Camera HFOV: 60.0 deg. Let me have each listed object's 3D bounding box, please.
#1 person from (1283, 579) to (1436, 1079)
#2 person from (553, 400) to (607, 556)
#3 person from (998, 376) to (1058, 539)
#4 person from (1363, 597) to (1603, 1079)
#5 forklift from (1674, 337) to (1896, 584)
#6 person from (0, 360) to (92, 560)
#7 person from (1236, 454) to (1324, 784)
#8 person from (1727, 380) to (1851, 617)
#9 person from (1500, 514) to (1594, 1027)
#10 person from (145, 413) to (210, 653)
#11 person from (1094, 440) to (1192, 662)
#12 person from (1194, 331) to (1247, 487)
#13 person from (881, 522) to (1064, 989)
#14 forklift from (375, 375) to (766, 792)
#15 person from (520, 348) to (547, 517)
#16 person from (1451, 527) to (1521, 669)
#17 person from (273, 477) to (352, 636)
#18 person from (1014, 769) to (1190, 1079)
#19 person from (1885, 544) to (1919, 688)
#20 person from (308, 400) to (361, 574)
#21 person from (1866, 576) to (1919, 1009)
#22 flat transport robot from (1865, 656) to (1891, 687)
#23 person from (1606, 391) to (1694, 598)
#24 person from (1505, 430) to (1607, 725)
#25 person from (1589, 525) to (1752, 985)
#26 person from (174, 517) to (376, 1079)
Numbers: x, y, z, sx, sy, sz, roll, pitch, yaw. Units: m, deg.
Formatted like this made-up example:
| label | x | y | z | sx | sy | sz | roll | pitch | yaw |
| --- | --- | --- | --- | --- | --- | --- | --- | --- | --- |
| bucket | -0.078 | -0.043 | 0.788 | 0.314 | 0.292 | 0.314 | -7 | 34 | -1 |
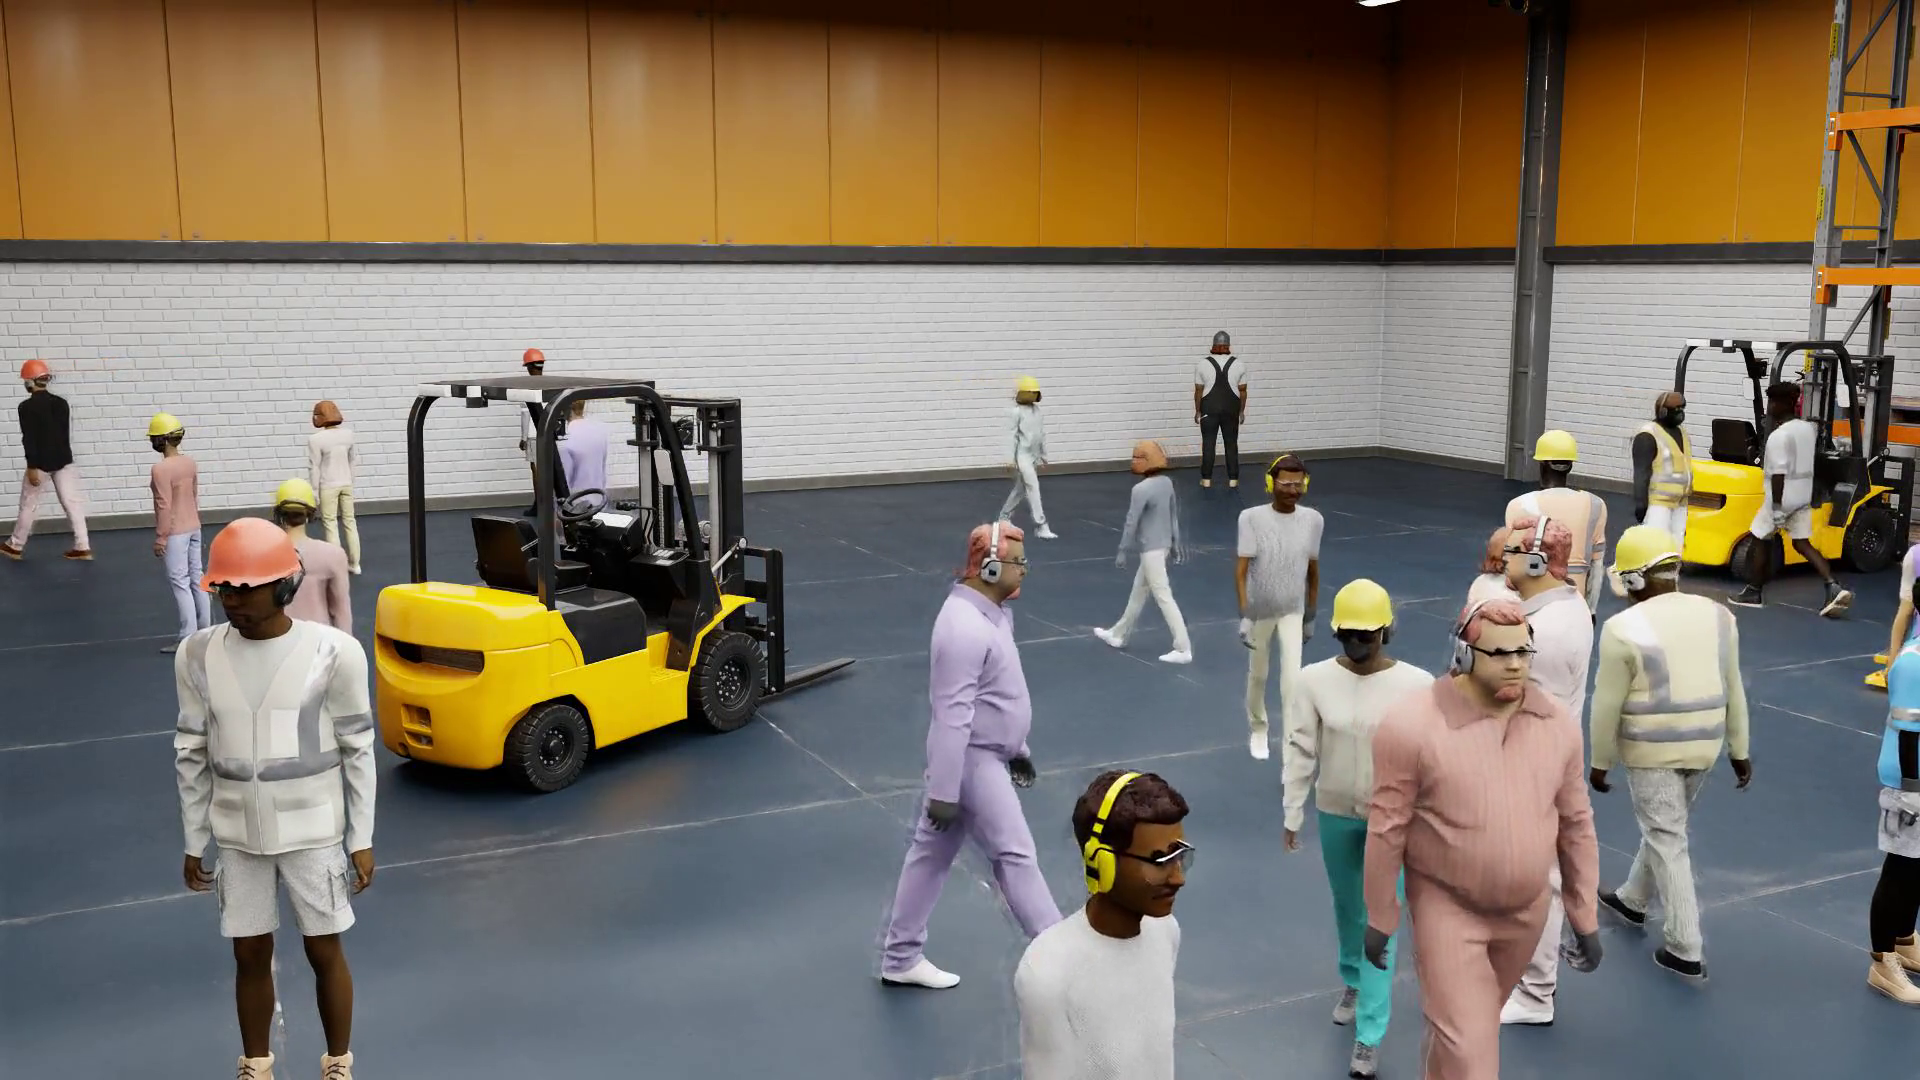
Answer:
| label | x | y | z | sx | sy | sz | roll | pitch | yaw |
| --- | --- | --- | --- | --- | --- | --- | --- | --- | --- |
| person | 1.403 | 0.993 | 5.894 | 0.538 | 1.722 | 0.870 | 5 | 10 | 27 |
| person | -2.942 | -0.243 | 12.939 | 0.536 | 1.929 | 0.646 | 4 | 10 | 21 |
| person | 0.701 | -0.895 | 17.684 | 0.876 | 1.701 | 0.497 | 8 | 12 | 40 |
| person | 1.564 | 1.098 | 4.813 | 0.673 | 1.855 | 0.960 | -2 | 9 | -14 |
| forklift | 7.551 | -0.789 | 15.507 | 2.313 | 2.155 | 1.214 | -4 | 10 | -25 |
| person | -8.926 | -0.764 | 16.126 | 0.984 | 1.938 | 0.638 | 3 | 10 | 17 |
| person | 1.770 | 0.418 | 9.233 | 0.487 | 1.803 | 1.015 | 1 | 9 | 3 |
| person | 6.804 | -0.340 | 13.561 | 0.618 | 1.927 | 0.946 | -5 | 11 | -30 |
| person | 2.117 | 0.851 | 6.217 | 0.406 | 1.911 | 0.636 | 4 | 10 | 25 |
| person | -5.778 | -0.049 | 12.237 | 0.328 | 1.767 | 0.530 | 0 | 9 | 3 |
| person | 1.342 | 0.074 | 12.035 | 0.889 | 1.581 | 0.518 | 6 | 11 | 34 |
| person | 3.387 | -1.715 | 21.727 | 0.688 | 2.000 | 0.536 | 0 | 9 | 3 |
| person | 0.153 | 0.855 | 6.362 | 0.998 | 1.846 | 0.646 | 0 | 9 | 0 |
| forklift | -2.268 | 0.149 | 9.685 | 1.214 | 2.155 | 2.313 | 6 | 11 | 32 |
| person | -4.821 | -1.227 | 19.037 | 0.365 | 1.932 | 0.543 | 7 | 11 | 36 |
| person | 2.565 | 0.734 | 7.840 | 0.689 | 1.609 | 0.541 | 1 | 9 | 4 |
| person | -3.420 | 0.546 | 8.590 | 0.545 | 1.743 | 0.675 | -6 | 11 | -31 |
| person | 0.230 | 1.343 | 3.401 | 0.526 | 1.840 | 0.867 | -9 | 13 | -44 |
| person | 4.953 | 0.591 | 8.288 | 0.581 | 1.774 | 1.046 | 2 | 9 | 10 |
| person | -5.735 | -0.462 | 15.235 | 0.275 | 1.632 | 0.501 | 6 | 11 | 31 |
| person | 3.722 | 0.927 | 6.398 | 0.541 | 1.696 | 0.316 | -9 | 13 | -43 |
| flat transport robot | 6.790 | 0.839 | 11.351 | 1.431 | 0.197 | 0.652 | -9 | 12 | -43 |
| person | 5.801 | -0.332 | 13.812 | 0.637 | 1.822 | 0.616 | -6 | 11 | -34 |
| person | 3.275 | 0.349 | 9.269 | 0.594 | 1.925 | 0.369 | -2 | 9 | -10 |
| person | 2.796 | 0.826 | 6.771 | 0.619 | 1.779 | 0.870 | -3 | 10 | -17 |
| person | -2.179 | 0.933 | 5.295 | 0.613 | 2.039 | 0.393 | 0 | 9 | -1 |
